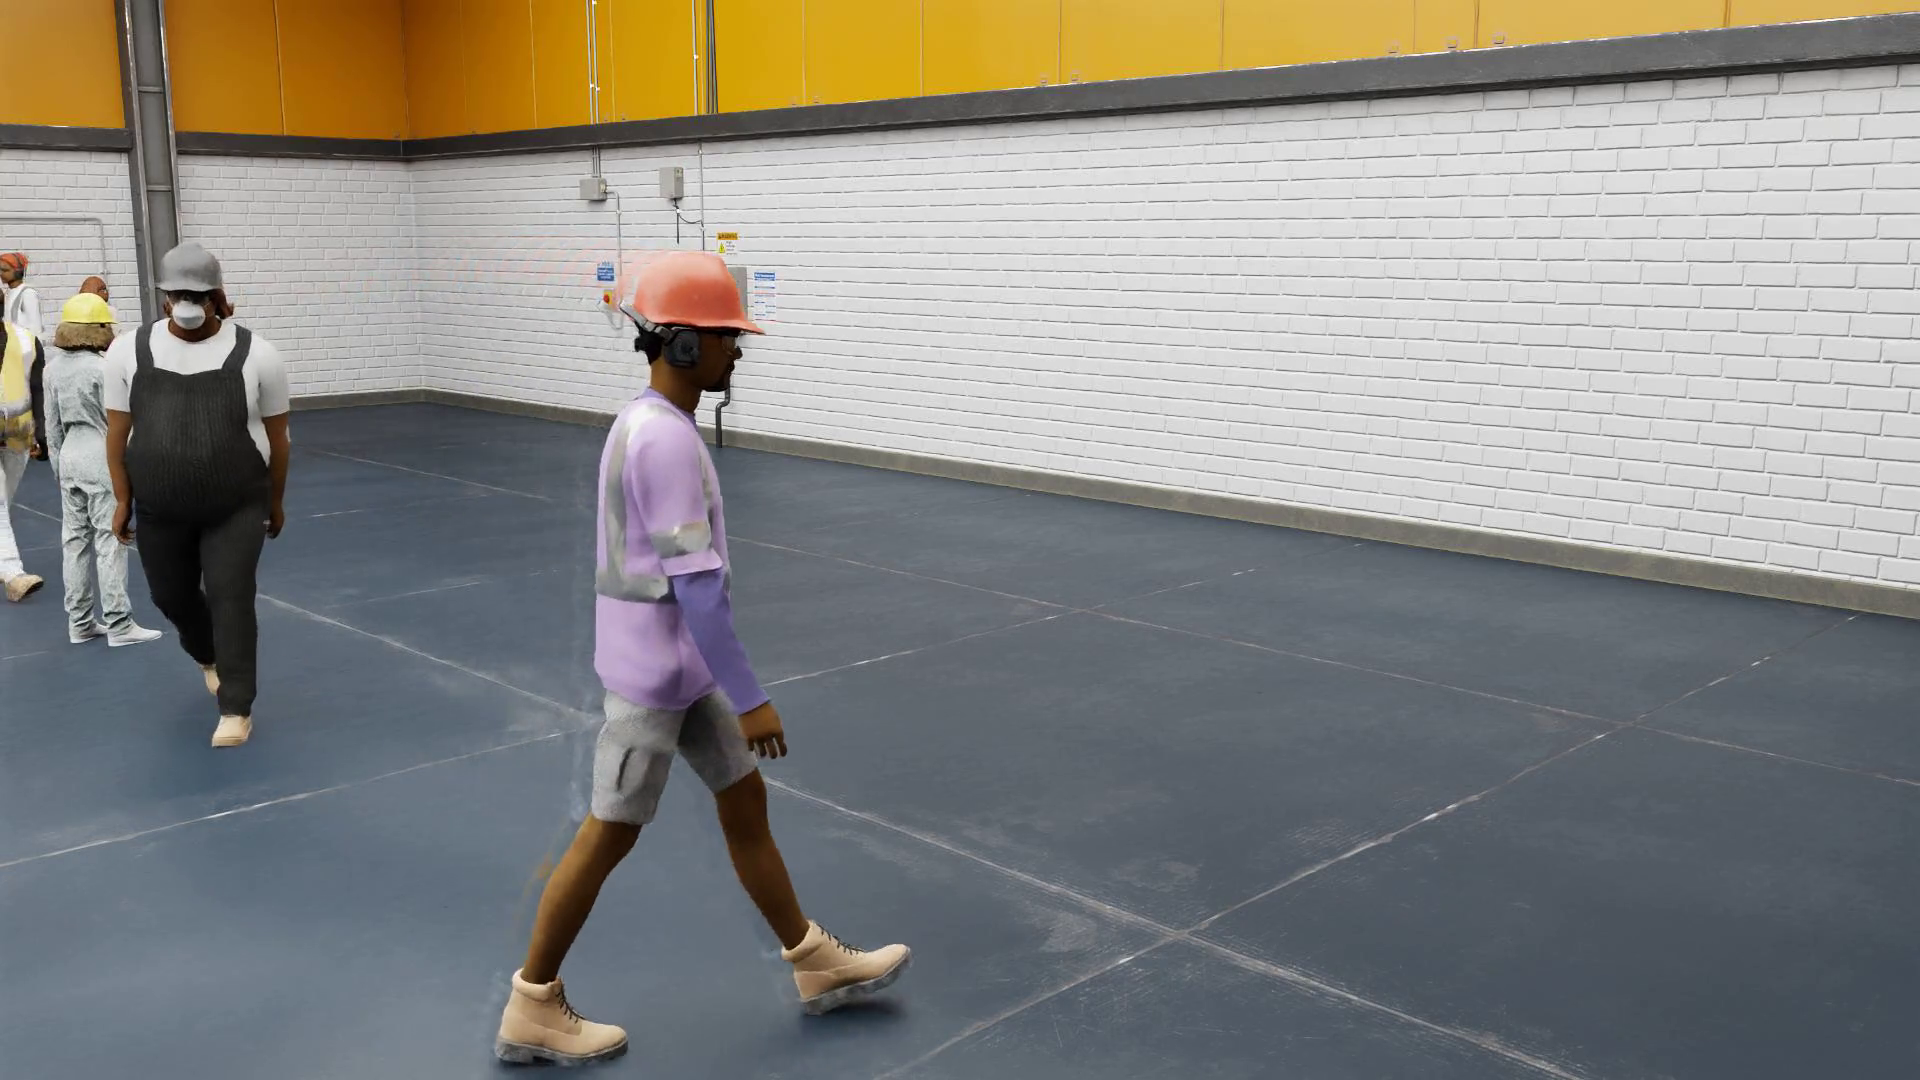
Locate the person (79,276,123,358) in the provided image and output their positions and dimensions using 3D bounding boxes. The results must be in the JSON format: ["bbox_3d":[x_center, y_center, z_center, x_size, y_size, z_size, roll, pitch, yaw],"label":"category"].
[{"bbox_3d":[-8.224,-1.698,15.917,0.500,1.633,0.280,0,10,2],"label":"person"}]

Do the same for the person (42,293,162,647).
[{"bbox_3d":[-4.271,-0.345,8.241,0.492,1.740,0.325,4,11,20],"label":"person"}]

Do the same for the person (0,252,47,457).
[{"bbox_3d":[-8.537,-1.652,15.036,0.499,1.869,0.642,-9,14,-40],"label":"person"}]

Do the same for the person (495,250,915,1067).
[{"bbox_3d":[-0.670,0.302,4.064,1.070,1.986,0.629,-1,10,-8],"label":"person"}]

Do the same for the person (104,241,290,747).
[{"bbox_3d":[-3.102,-0.236,6.830,0.685,2.000,0.870,-2,11,-12],"label":"person"}]

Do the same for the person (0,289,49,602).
[{"bbox_3d":[-5.445,-0.565,9.365,1.047,1.779,0.612,8,13,36],"label":"person"}]
